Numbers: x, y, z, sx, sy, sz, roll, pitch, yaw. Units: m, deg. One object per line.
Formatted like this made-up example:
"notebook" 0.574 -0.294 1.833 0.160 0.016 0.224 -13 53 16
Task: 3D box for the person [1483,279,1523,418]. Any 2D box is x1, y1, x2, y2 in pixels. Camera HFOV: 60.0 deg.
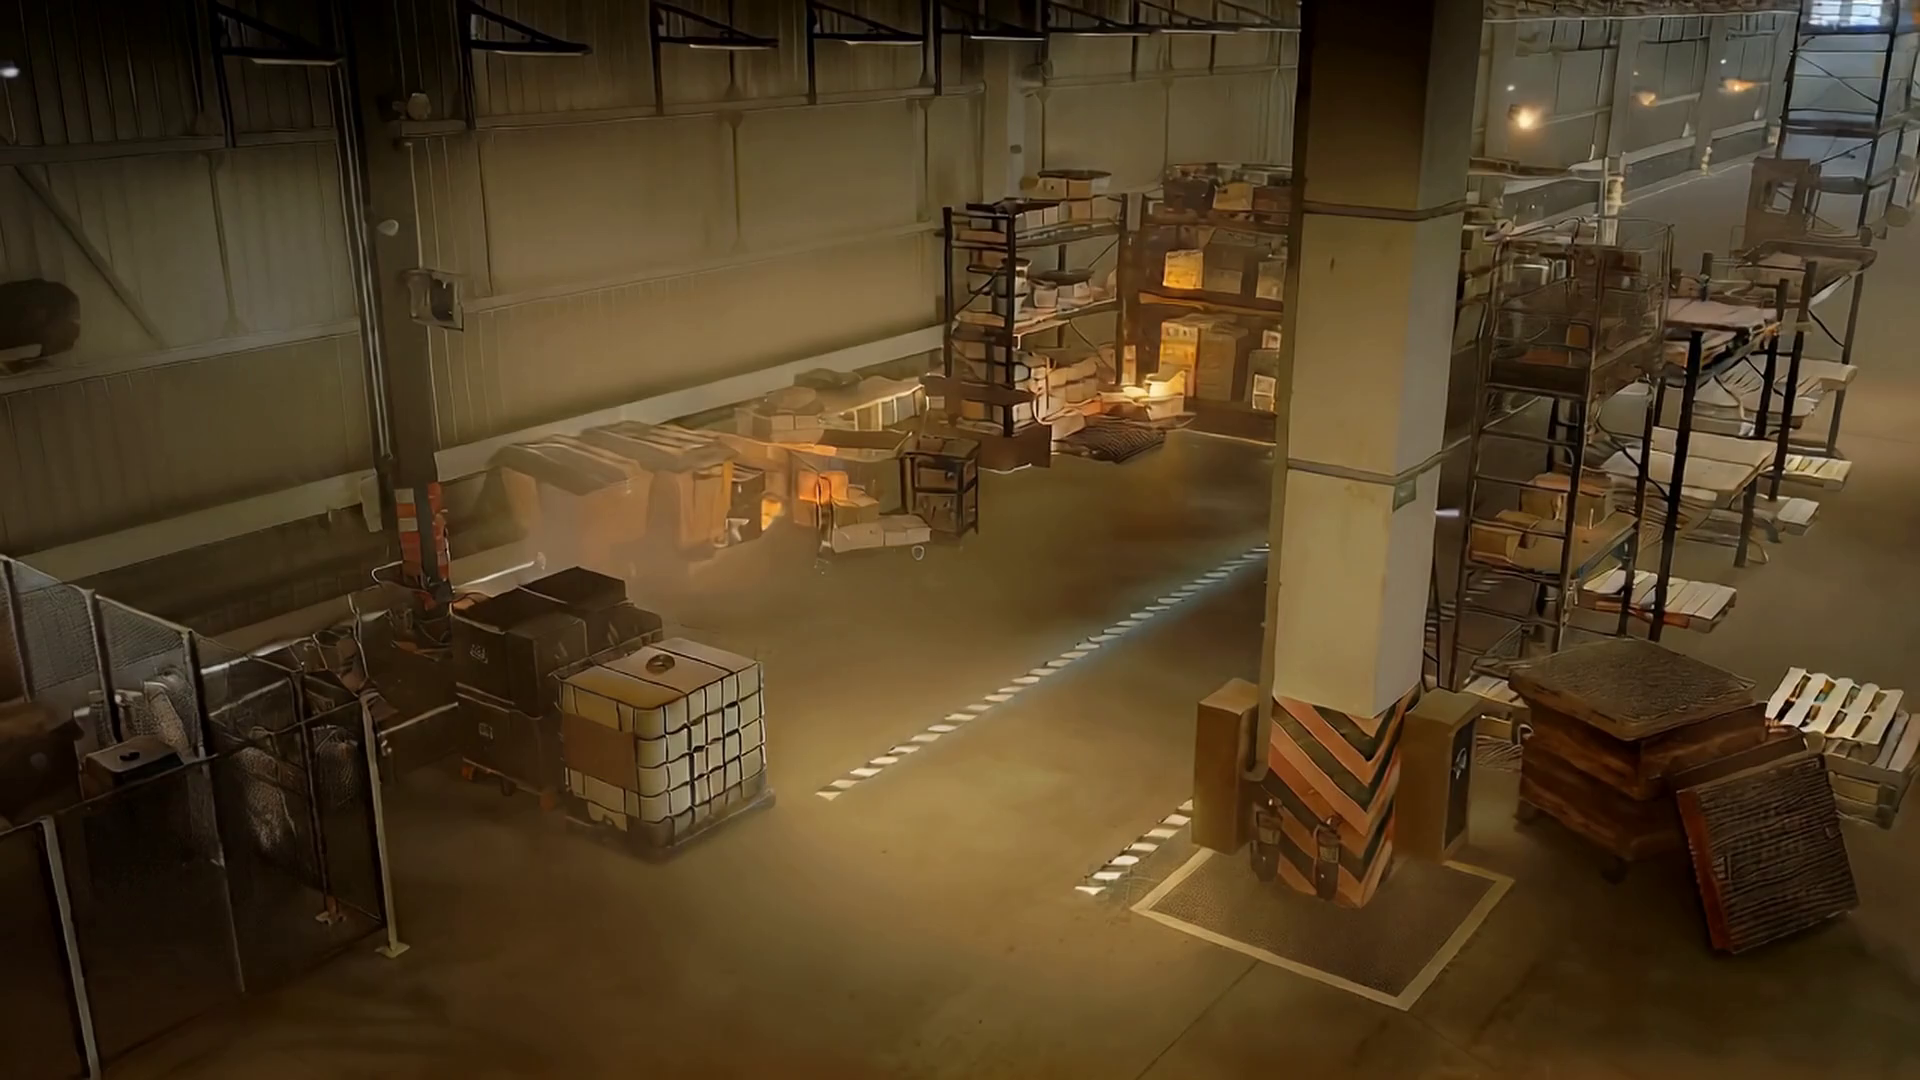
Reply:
"person" 7.647 -2.692 23.348 0.358 1.938 0.636 -1 18 -2

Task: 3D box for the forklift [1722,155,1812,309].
"forklift" 15.456 -5.888 31.642 1.129 2.768 1.873 13 22 34
